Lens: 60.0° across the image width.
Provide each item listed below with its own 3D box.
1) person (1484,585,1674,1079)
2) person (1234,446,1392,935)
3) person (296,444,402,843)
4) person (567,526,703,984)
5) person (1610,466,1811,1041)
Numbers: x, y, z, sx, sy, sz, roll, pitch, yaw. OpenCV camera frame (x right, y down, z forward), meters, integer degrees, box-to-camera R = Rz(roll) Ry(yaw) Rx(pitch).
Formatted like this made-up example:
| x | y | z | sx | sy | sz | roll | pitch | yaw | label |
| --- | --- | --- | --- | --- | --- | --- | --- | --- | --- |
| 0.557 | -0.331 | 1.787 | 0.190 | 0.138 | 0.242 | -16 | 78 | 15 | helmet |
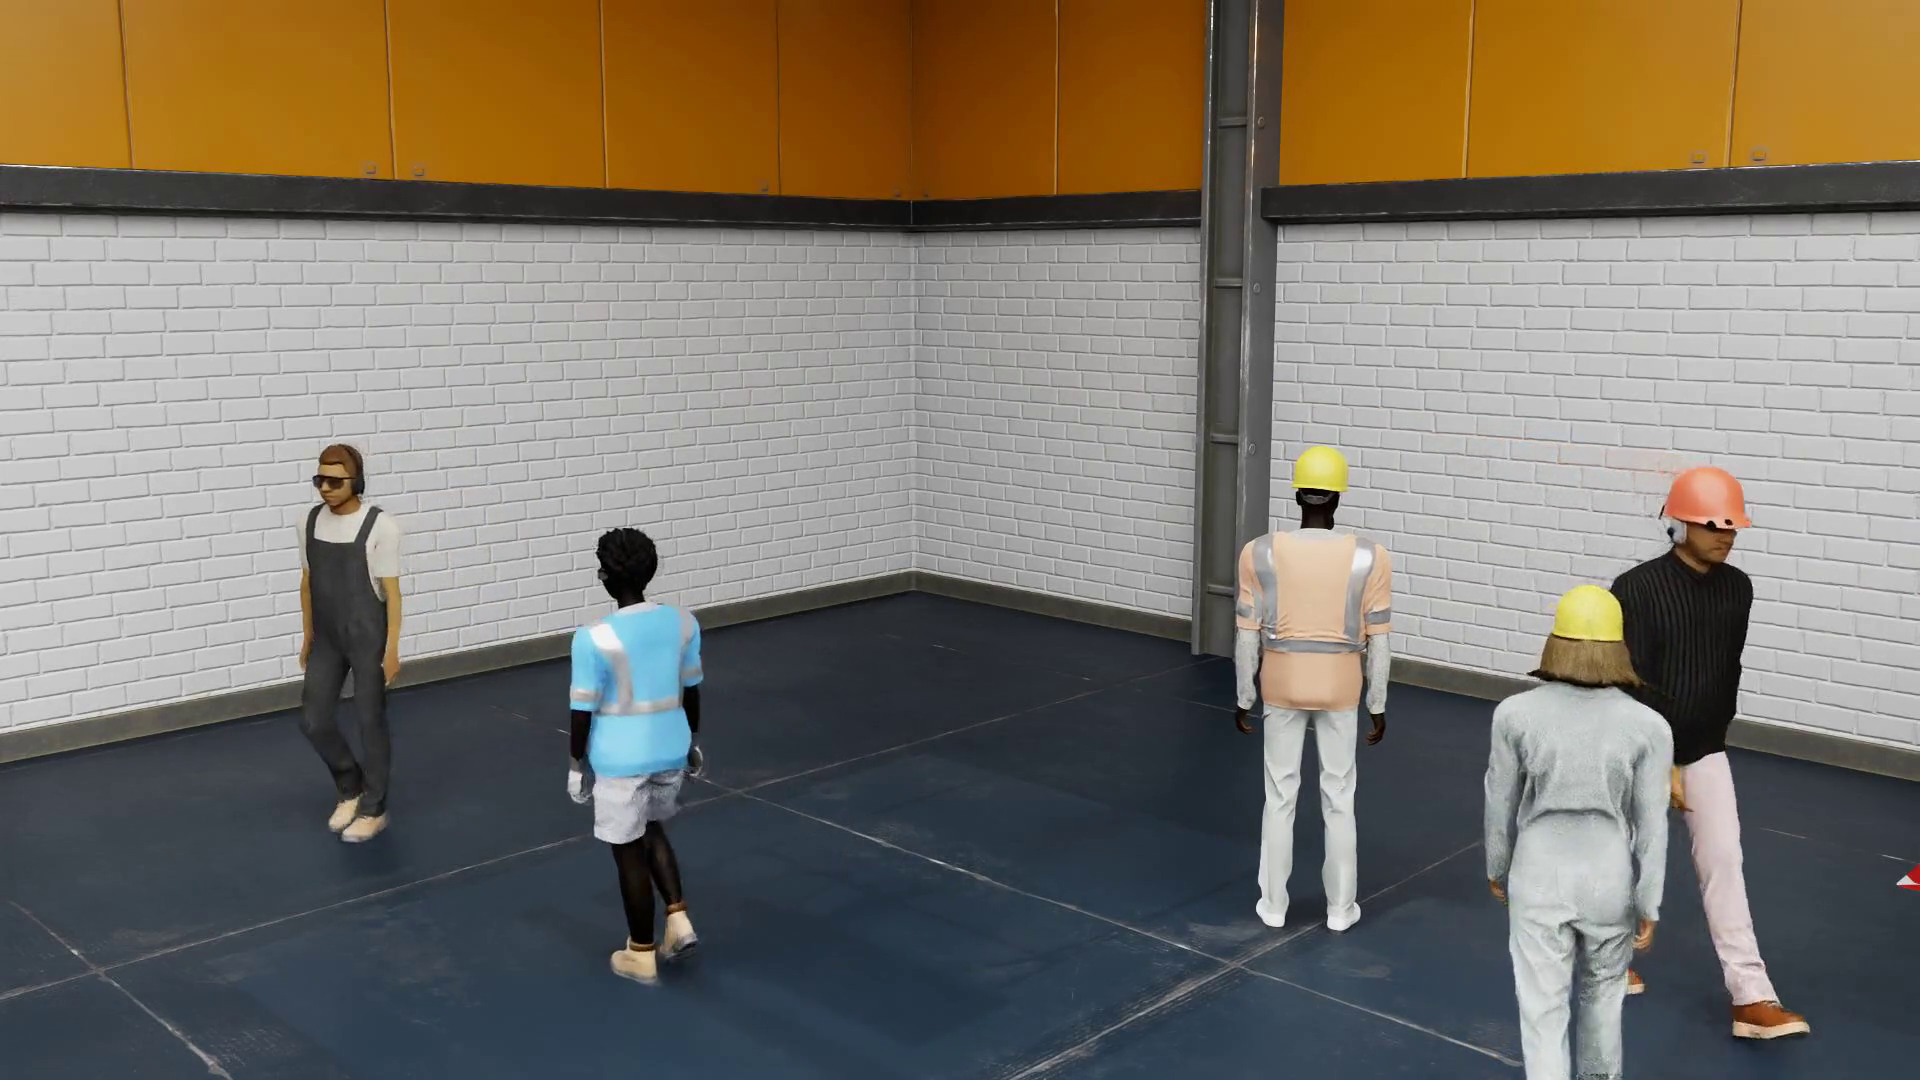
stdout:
| x | y | z | sx | sy | sz | roll | pitch | yaw | label |
| --- | --- | --- | --- | --- | --- | --- | --- | --- | --- |
| 1.769 | 0.976 | 4.840 | 0.493 | 1.713 | 0.734 | 3 | 10 | 15 | person |
| 1.379 | 0.591 | 6.536 | 0.595 | 1.925 | 0.374 | 2 | 9 | 12 | person |
| -2.778 | 0.475 | 7.538 | 0.548 | 1.832 | 0.404 | 2 | 9 | 11 | person |
| -1.185 | 0.787 | 6.046 | 0.368 | 1.682 | 0.554 | 8 | 12 | 40 | person |
| 2.503 | 0.719 | 5.696 | 0.601 | 1.936 | 0.989 | -2 | 10 | -14 | person |
